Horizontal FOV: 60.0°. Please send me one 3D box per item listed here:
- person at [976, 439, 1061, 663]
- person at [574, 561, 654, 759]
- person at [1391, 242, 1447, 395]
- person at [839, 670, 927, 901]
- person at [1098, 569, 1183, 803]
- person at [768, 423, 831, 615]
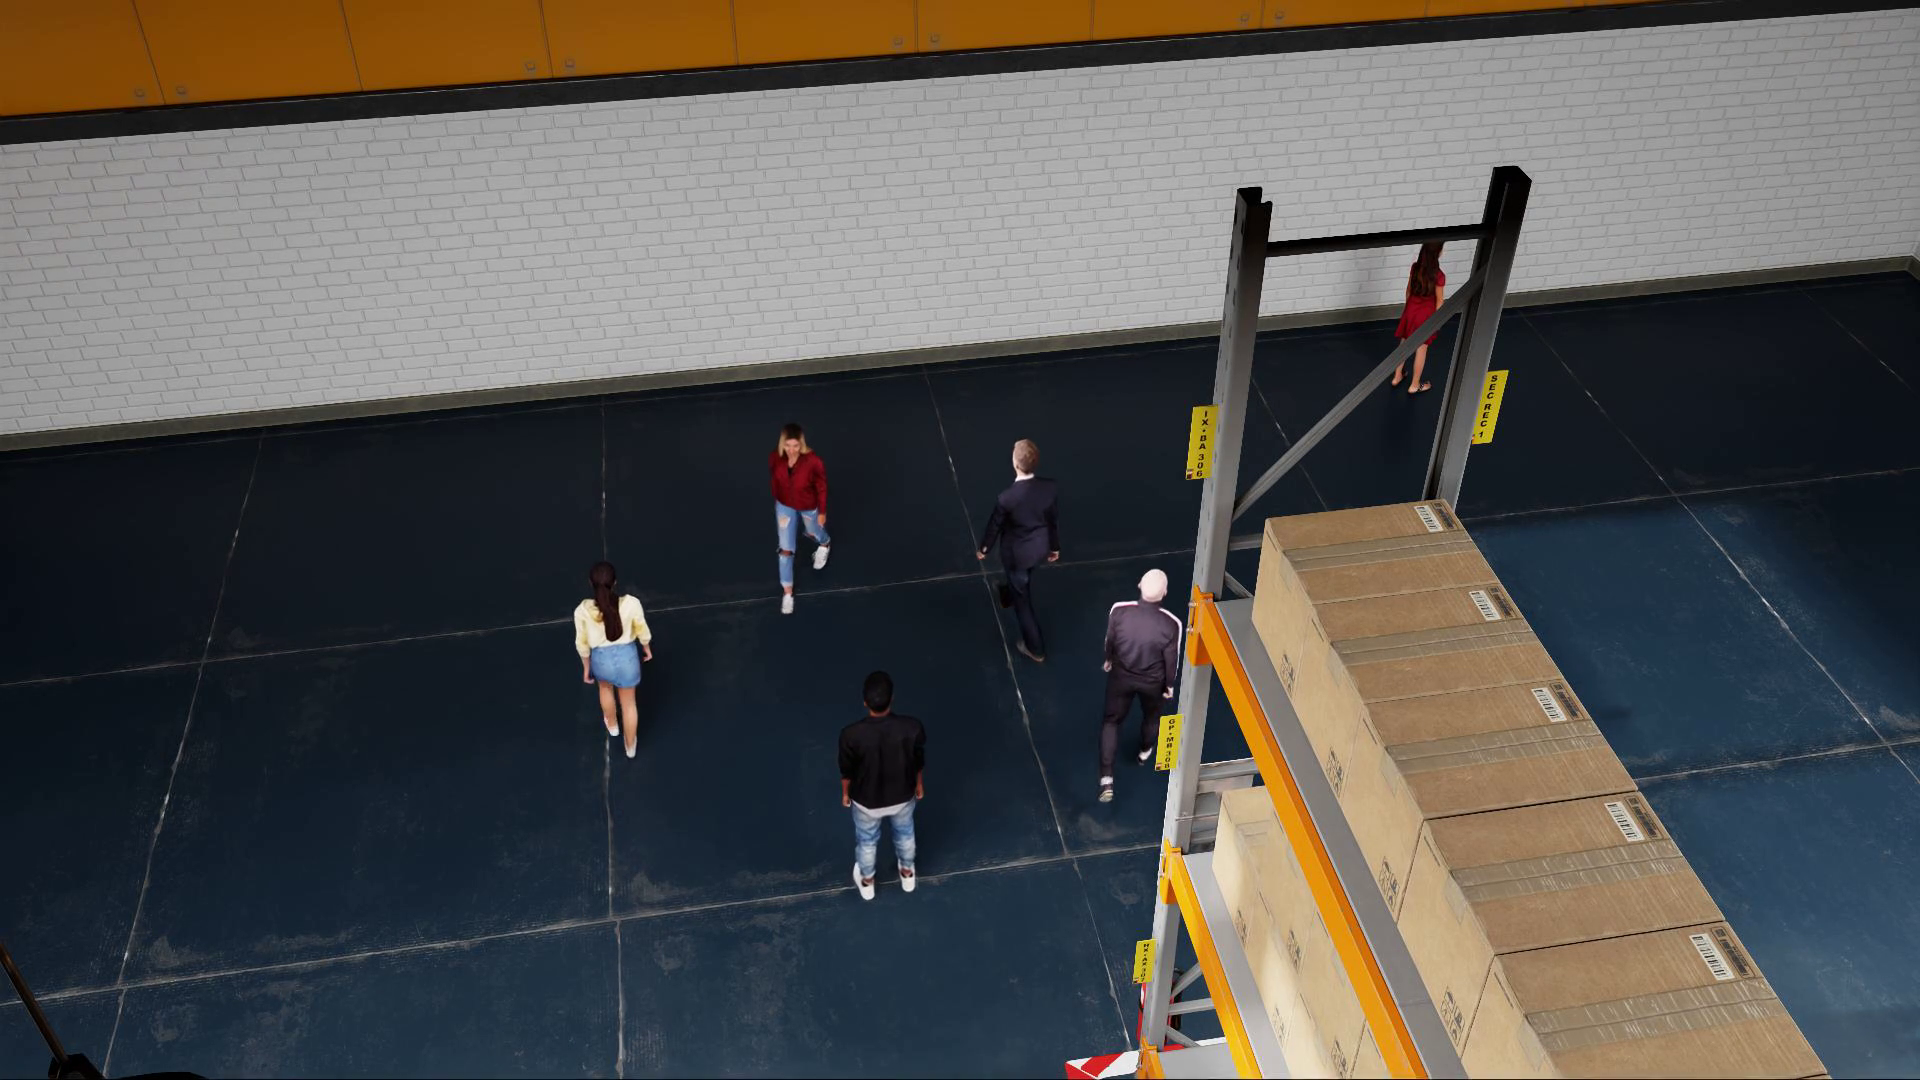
[{"bbox_3d":[0.498,0.117,12.130,0.962,1.776,1.239,-20,43,-23],"label":"person"},{"bbox_3d":[-2.340,0.867,11.316,0.683,1.621,0.735,-9,40,-11],"label":"person"},{"bbox_3d":[4.163,-2.049,15.023,0.729,1.551,0.670,-31,48,-33],"label":"person"},{"bbox_3d":[-0.475,1.545,10.319,0.696,1.806,0.586,-7,39,-9],"label":"person"},{"bbox_3d":[1.158,0.978,11.022,0.957,1.814,1.198,10,40,12],"label":"person"},{"bbox_3d":[-1.210,-0.290,12.795,0.868,1.583,1.195,8,39,10],"label":"person"}]
